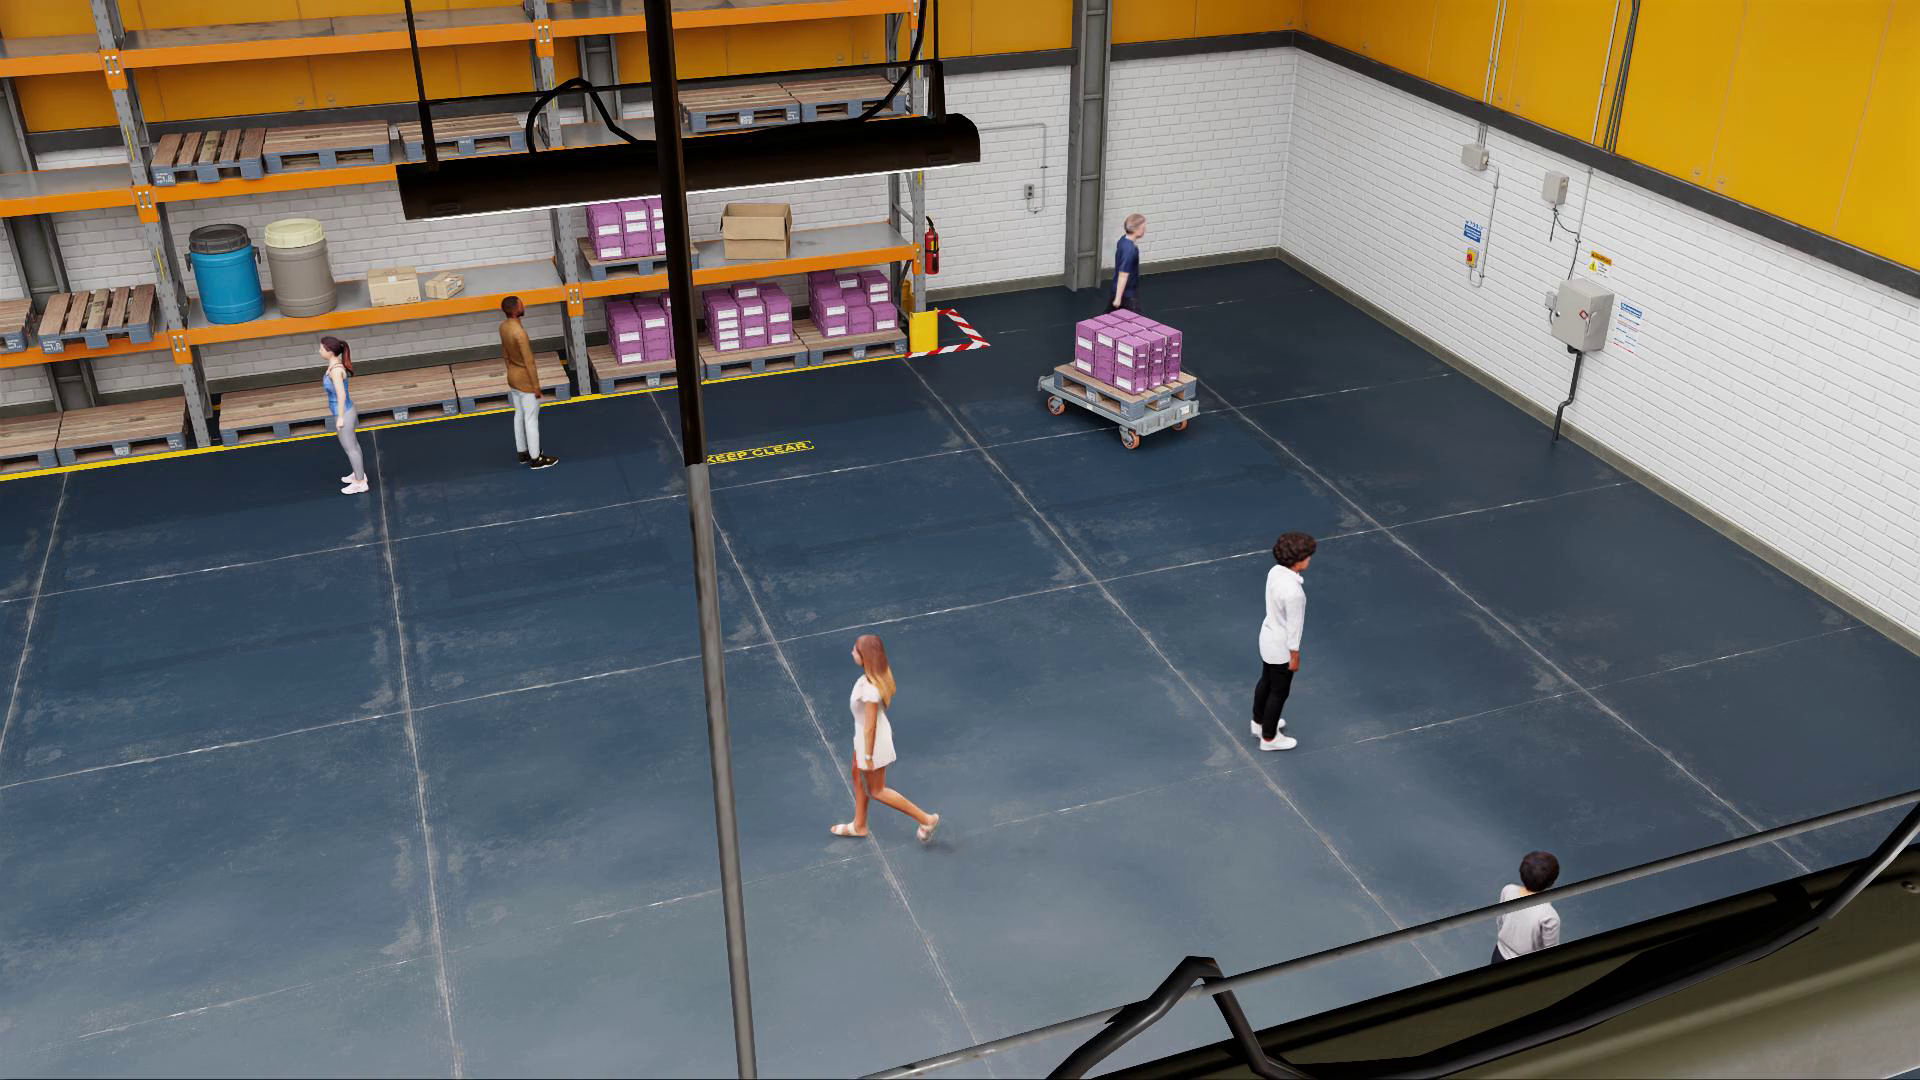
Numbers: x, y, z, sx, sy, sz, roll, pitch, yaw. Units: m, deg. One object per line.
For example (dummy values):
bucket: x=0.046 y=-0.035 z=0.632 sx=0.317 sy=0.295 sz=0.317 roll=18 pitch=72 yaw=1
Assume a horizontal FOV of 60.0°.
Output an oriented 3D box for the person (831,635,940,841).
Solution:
person: x=-0.520 y=1.401 z=11.443 sx=1.091 sy=1.674 sz=0.878 roll=4 pitch=29 yaw=7

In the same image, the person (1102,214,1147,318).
person: x=1.785 y=-2.813 z=19.018 sx=1.339 sy=1.817 sz=1.008 roll=-1 pitch=29 yaw=-1

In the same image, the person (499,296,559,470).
person: x=-4.419 y=-1.602 z=16.798 sx=0.689 sy=1.816 sz=0.709 roll=-25 pitch=37 yaw=-38

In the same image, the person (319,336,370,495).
person: x=-6.065 y=-1.244 z=16.358 sx=0.545 sy=1.610 sz=0.572 roll=-8 pitch=30 yaw=-14

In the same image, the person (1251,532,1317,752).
person: x=2.409 y=0.751 z=12.497 sx=0.614 sy=1.805 sz=0.664 roll=-4 pitch=29 yaw=-8

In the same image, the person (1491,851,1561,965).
person: x=3.248 y=2.449 z=9.646 sx=0.567 sy=1.554 sz=0.595 roll=-19 pitch=34 yaw=-31
